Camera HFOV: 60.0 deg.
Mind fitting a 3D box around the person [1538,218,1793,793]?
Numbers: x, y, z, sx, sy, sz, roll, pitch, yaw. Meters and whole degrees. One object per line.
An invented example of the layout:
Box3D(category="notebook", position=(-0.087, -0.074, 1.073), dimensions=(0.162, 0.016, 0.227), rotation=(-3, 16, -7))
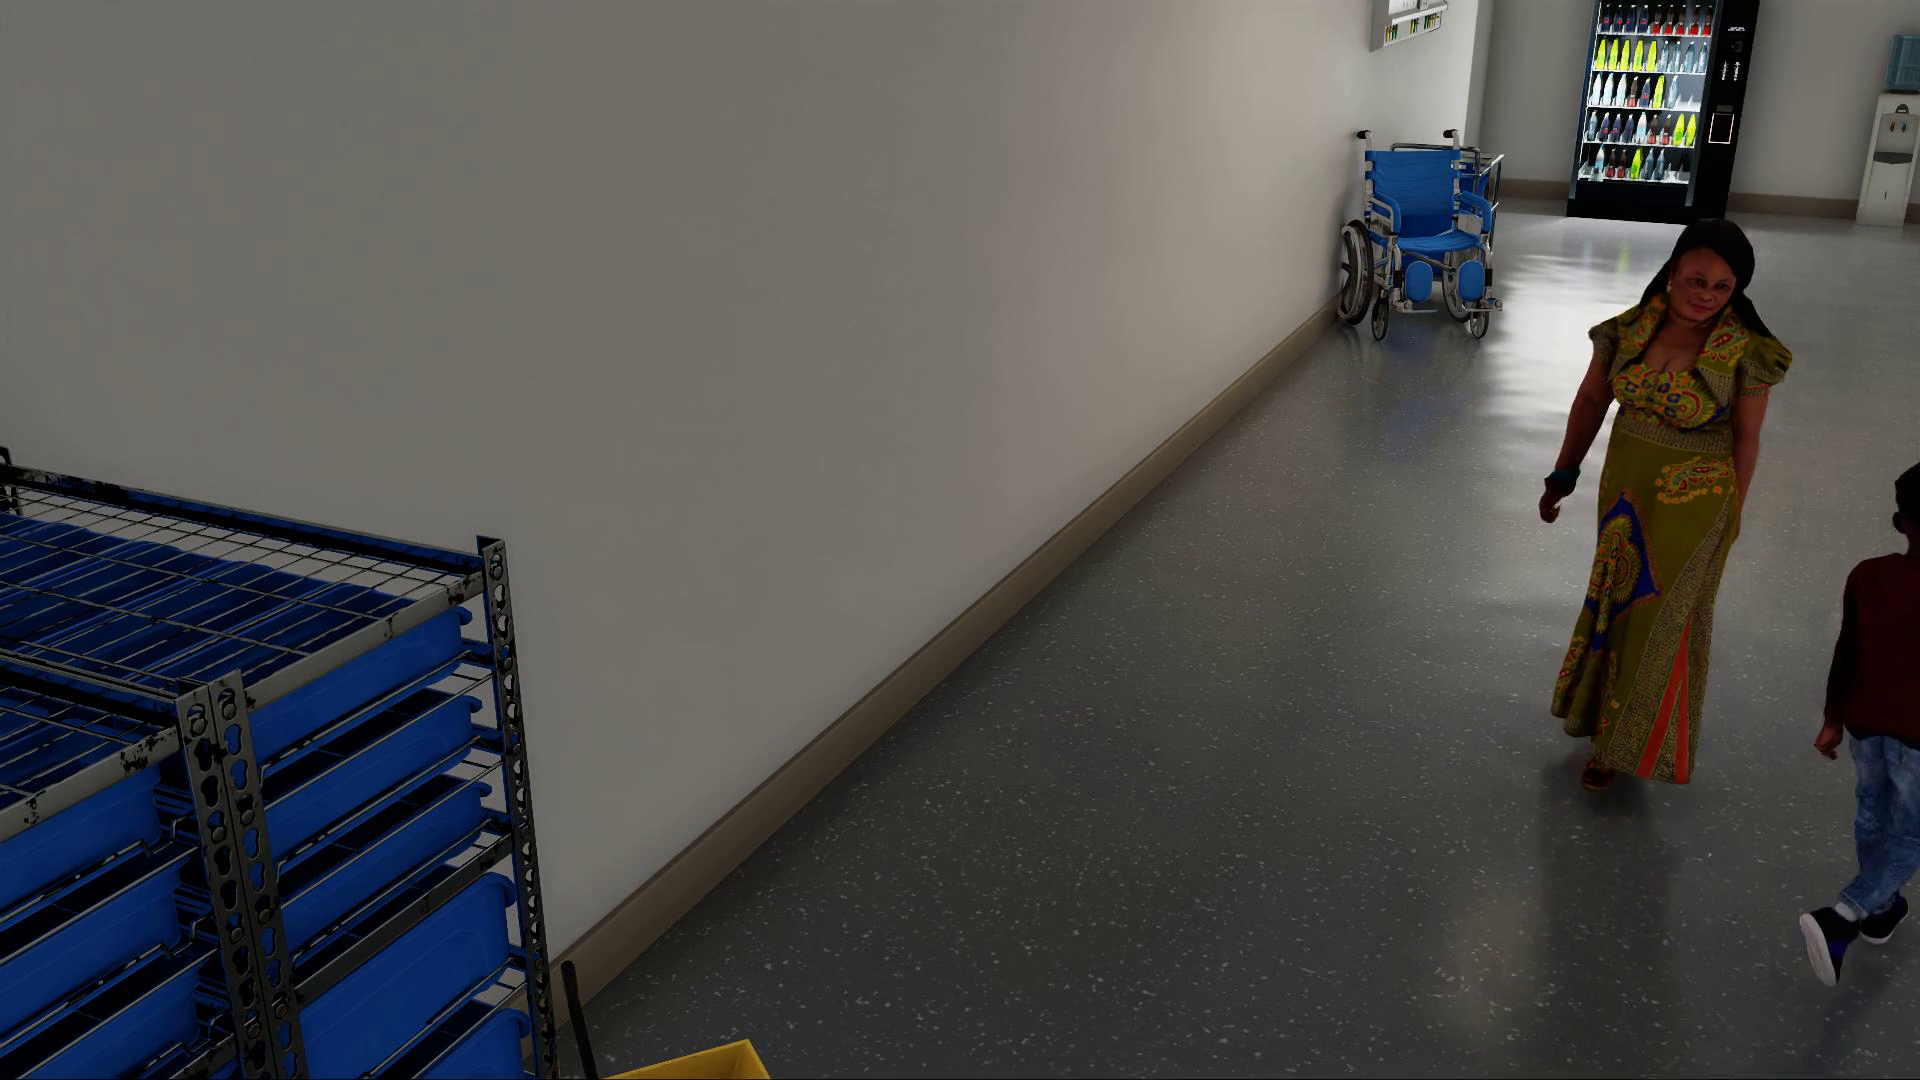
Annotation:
Box3D(category="person", position=(2.074, -0.119, 4.811), dimensions=(0.982, 1.633, 0.956), rotation=(-17, 27, -37))

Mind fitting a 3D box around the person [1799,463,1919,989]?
Box3D(category="person", position=(2.169, 0.453, 3.865), dimensions=(0.811, 1.232, 0.819), rotation=(-11, 24, -28))
